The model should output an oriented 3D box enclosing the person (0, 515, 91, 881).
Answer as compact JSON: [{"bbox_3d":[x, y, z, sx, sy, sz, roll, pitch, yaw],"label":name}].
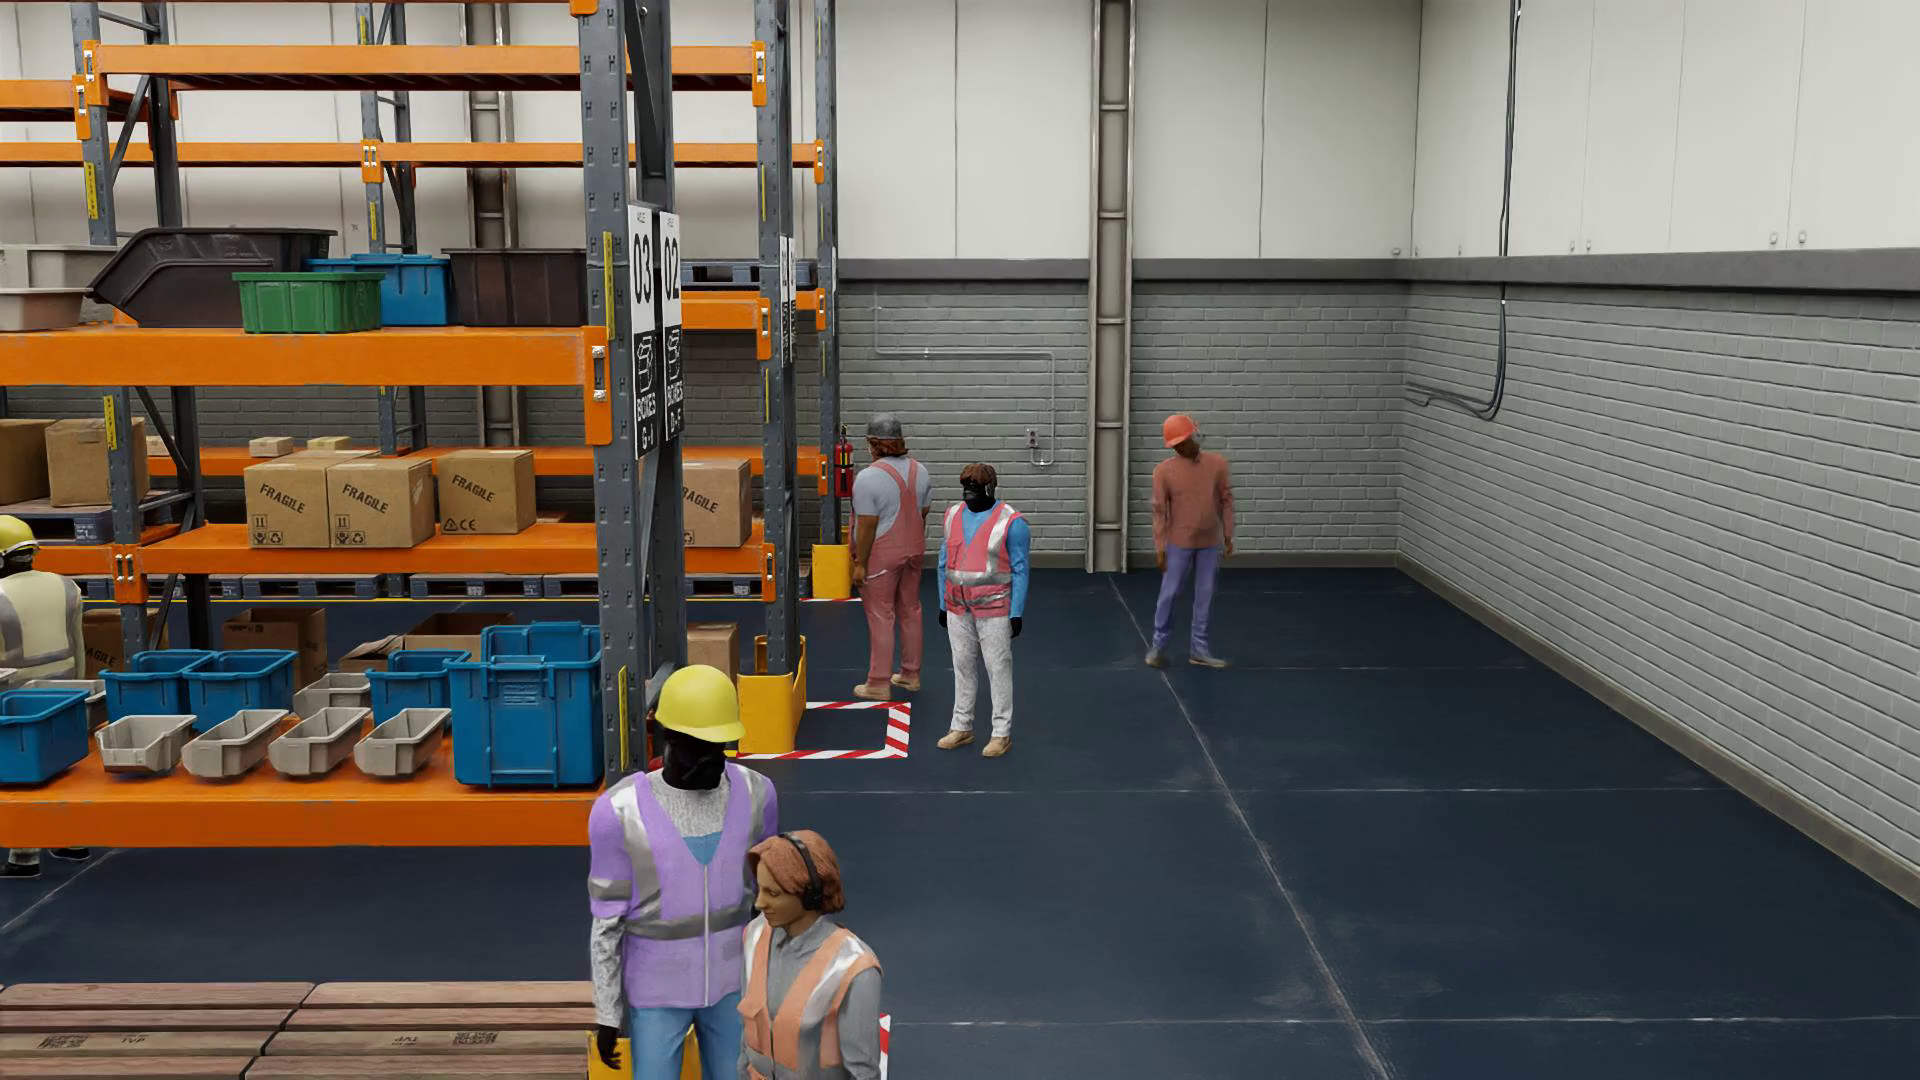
[{"bbox_3d":[-4.656,0.781,8.310,0.404,1.825,0.595,4,10,24],"label":"person"}]

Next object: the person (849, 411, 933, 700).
[{"bbox_3d":[-0.545,0.103,11.796,0.537,2.000,0.675,8,12,42],"label":"person"}]

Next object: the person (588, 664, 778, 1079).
[{"bbox_3d":[-0.780,1.296,4.883,0.600,1.918,0.398,-5,11,-30],"label":"person"}]

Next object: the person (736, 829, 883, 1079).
[{"bbox_3d":[-0.382,1.531,4.299,0.524,1.630,0.313,9,13,44],"label":"person"}]

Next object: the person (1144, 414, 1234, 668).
[{"bbox_3d":[1.736,0.015,12.640,0.710,1.948,0.424,-3,10,-17],"label":"person"}]

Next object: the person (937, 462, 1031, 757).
[{"bbox_3d":[0.120,0.429,10.403,0.636,1.842,0.429,6,11,33],"label":"person"}]
